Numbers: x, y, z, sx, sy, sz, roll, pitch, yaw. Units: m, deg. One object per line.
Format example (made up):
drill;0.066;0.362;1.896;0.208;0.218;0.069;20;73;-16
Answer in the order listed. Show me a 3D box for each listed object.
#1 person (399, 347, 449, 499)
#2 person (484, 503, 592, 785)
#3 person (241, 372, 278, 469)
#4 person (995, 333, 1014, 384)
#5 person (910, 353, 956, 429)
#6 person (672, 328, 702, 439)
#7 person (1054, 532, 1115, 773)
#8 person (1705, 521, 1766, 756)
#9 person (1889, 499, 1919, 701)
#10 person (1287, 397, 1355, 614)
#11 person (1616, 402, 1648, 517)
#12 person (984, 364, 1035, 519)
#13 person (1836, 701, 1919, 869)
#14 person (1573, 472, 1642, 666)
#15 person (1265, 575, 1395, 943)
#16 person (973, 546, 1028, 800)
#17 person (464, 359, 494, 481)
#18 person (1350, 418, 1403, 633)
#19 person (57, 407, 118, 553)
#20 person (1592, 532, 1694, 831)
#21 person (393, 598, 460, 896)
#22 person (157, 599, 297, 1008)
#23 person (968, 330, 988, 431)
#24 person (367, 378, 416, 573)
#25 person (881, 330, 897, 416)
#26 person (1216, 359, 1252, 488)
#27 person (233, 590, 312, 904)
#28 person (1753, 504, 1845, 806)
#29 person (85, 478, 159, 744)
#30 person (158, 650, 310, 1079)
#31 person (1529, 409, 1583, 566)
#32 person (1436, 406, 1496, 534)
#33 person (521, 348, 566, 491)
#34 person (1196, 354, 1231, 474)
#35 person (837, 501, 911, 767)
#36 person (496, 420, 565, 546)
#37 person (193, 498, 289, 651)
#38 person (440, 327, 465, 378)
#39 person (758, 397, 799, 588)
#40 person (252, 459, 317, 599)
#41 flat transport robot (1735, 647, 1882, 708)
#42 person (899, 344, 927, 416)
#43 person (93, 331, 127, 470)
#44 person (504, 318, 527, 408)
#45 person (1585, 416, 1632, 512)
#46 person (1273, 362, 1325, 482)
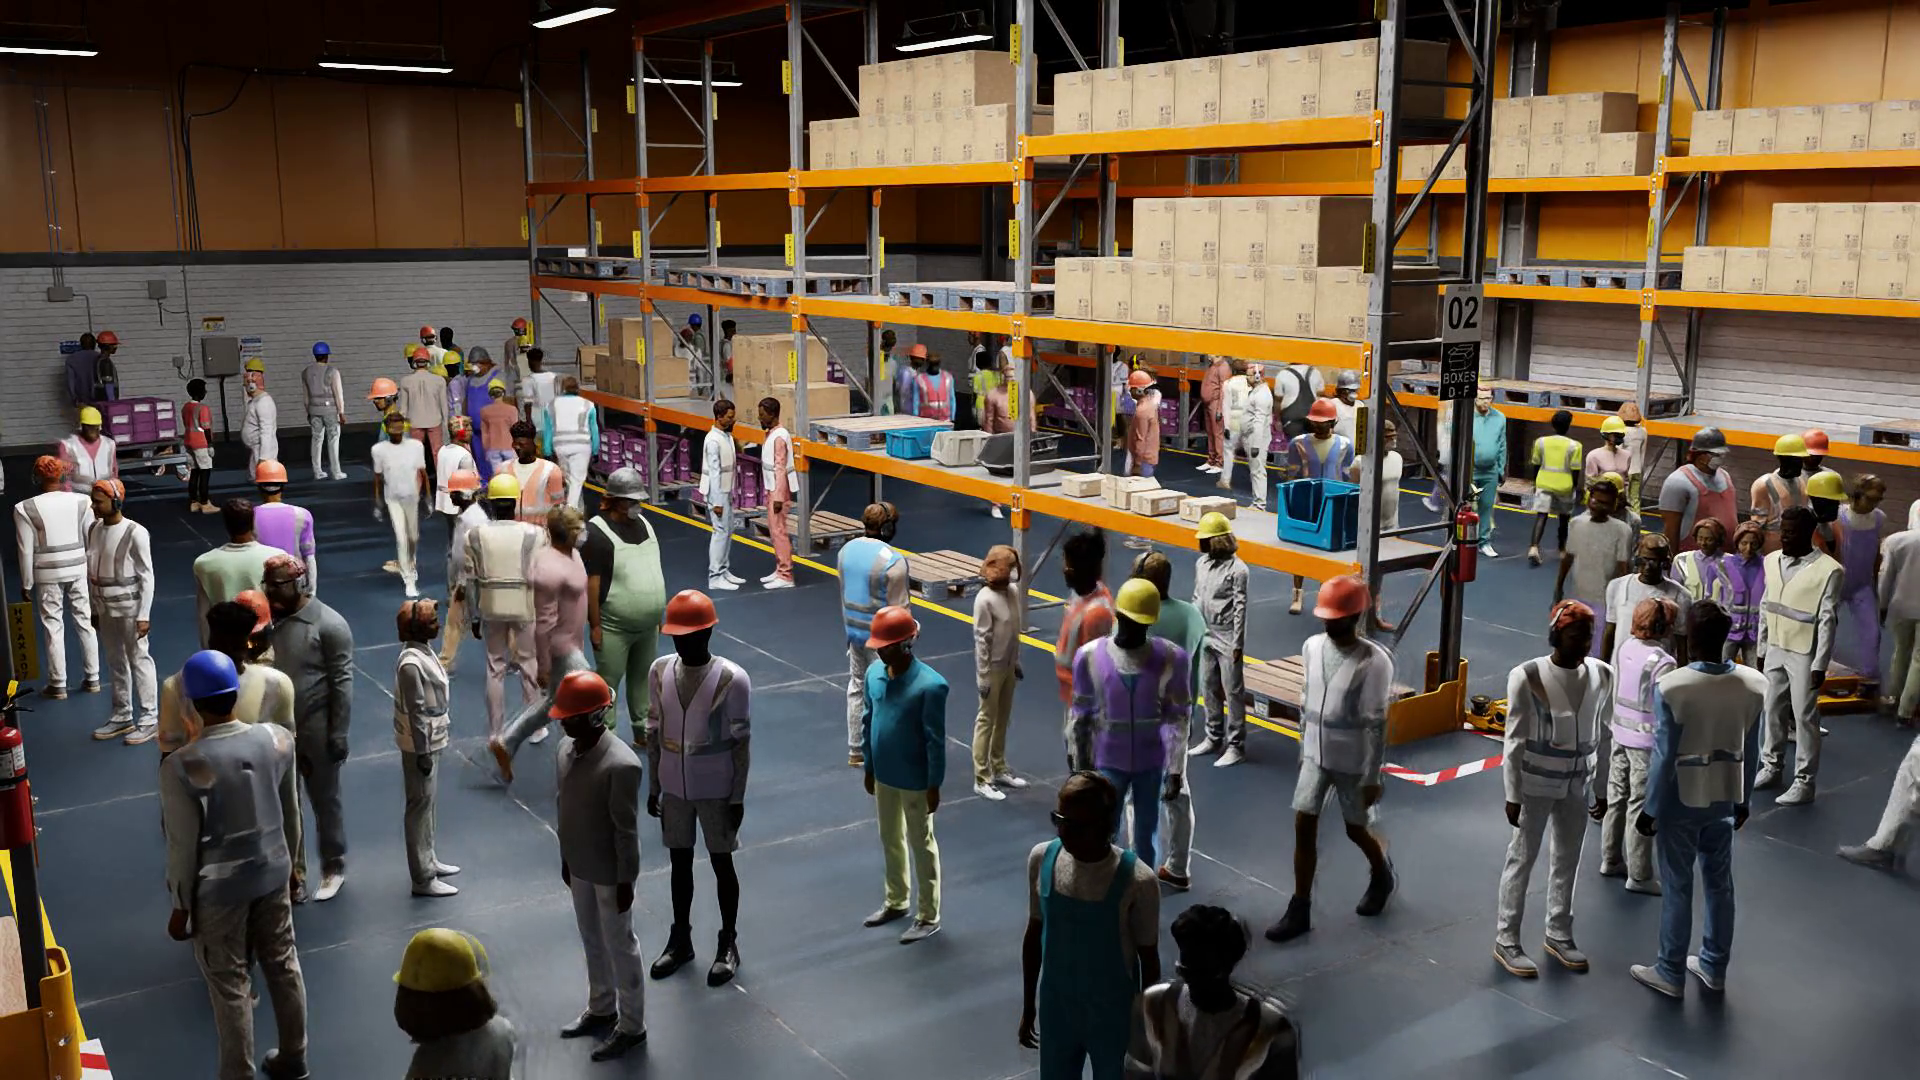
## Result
person;-7.029;-1.533;21.855;0.617;1.986;0.411;-3;11;-14
person;-2.616;0.700;10.630;0.893;1.912;0.634;0;11;-2
person;-8.156;-1.013;19.400;0.404;1.903;0.636;-5;12;-23
person;0.777;-2.574;27.565;0.388;1.837;0.566;3;11;13
person;-0.358;-1.671;22.940;0.652;1.830;0.439;-4;12;-18
person;-4.597;-2.614;27.731;0.618;1.855;0.649;-1;11;-3
person;0.748;0.882;9.667;0.413;1.914;0.746;0;11;-1
person;5.385;0.669;11.478;0.528;1.631;0.321;2;11;12
person;7.319;0.347;12.462;0.399;1.897;0.652;-4;12;-21
person;3.339;-0.308;15.429;0.609;2.040;0.395;1;11;7
person;7.440;-0.722;18.590;0.498;1.634;0.279;-6;12;-27
person;0.619;-1.211;20.424;0.654;1.899;0.401;-4;12;-19
person;5.593;0.972;9.261;1.005;1.902;0.611;7;13;33
person;5.046;0.320;13.009;0.487;1.737;0.357;3;11;14
person;1.988;1.098;8.594;0.876;1.907;0.554;-9;14;-39
person;0.254;0.832;10.641;0.294;1.632;0.528;6;12;27
person;-6.766;-1.680;23.241;0.480;1.734;0.320;2;11;9
person;3.676;-0.114;14.699;0.634;1.937;0.355;-9;14;-39
person;-8.861;-0.472;16.959;0.587;1.780;0.960;-10;15;-42
person;4.115;0.849;10.040;0.509;1.838;0.337;9;14;39
person;-2.939;1.124;9.125;0.310;1.642;0.514;-2;11;-13
person;-3.501;1.202;8.006;0.624;1.930;0.830;-4;12;-17
person;0.280;-2.543;27.294;0.371;1.878;0.588;-1;11;-4
person;-5.907;-0.671;17.312;0.405;2.035;0.606;-3;11;-15
person;-1.163;-2.507;27.183;0.345;1.846;0.508;1;11;5
person;3.824;-1.538;22.429;0.645;1.786;0.818;-4;12;-18
person;-3.746;1.113;8.917;0.561;1.743;0.335;-2;11;-12
person;5.291;0.714;10.546;0.393;1.911;0.584;-4;12;-18
person;-5.915;0.498;11.718;0.580;1.882;0.340;5;12;24
person;-3.007;1.407;6.897;0.402;1.943;0.608;7;13;31
person;6.310;-0.557;17.682;0.537;1.666;0.825;8;14;35
person;5.877;-0.968;19.222;0.584;1.882;0.962;-8;14;-35
person;-5.715;-1.641;22.566;0.990;1.915;0.630;11;15;43
person;3.663;-1.916;24.003;0.407;1.908;0.641;-2;11;-11
person;-0.542;0.654;11.050;0.429;1.836;0.631;-10;15;-42
person;-3.711;-0.058;14.342;0.610;1.965;0.363;1;11;7
person;-4.563;0.685;10.689;0.591;1.912;0.386;-3;12;-17
person;-8.224;-2.499;26.995;0.587;1.910;0.398;9;14;39
person;-1.826;-0.480;16.668;0.404;1.906;0.598;-3;11;-14
person;-5.048;0.363;12.310;0.549;1.924;0.387;-7;13;-32
flat transport robot;6.515;1.034;13.102;0.652;0.197;1.431;-2;11;-8
person;-0.640;-1.787;23.321;0.428;1.911;0.579;5;12;23
person;-12.392;-2.031;24.262;0.405;2.036;0.606;-8;14;-36
person;-7.345;-2.714;27.864;0.622;1.990;0.396;7;13;33
person;6.316;-0.328;16.231;0.525;1.772;0.306;-4;12;-21
person;4.602;-1.726;22.687;0.699;2.000;1.065;-4;12;-18
